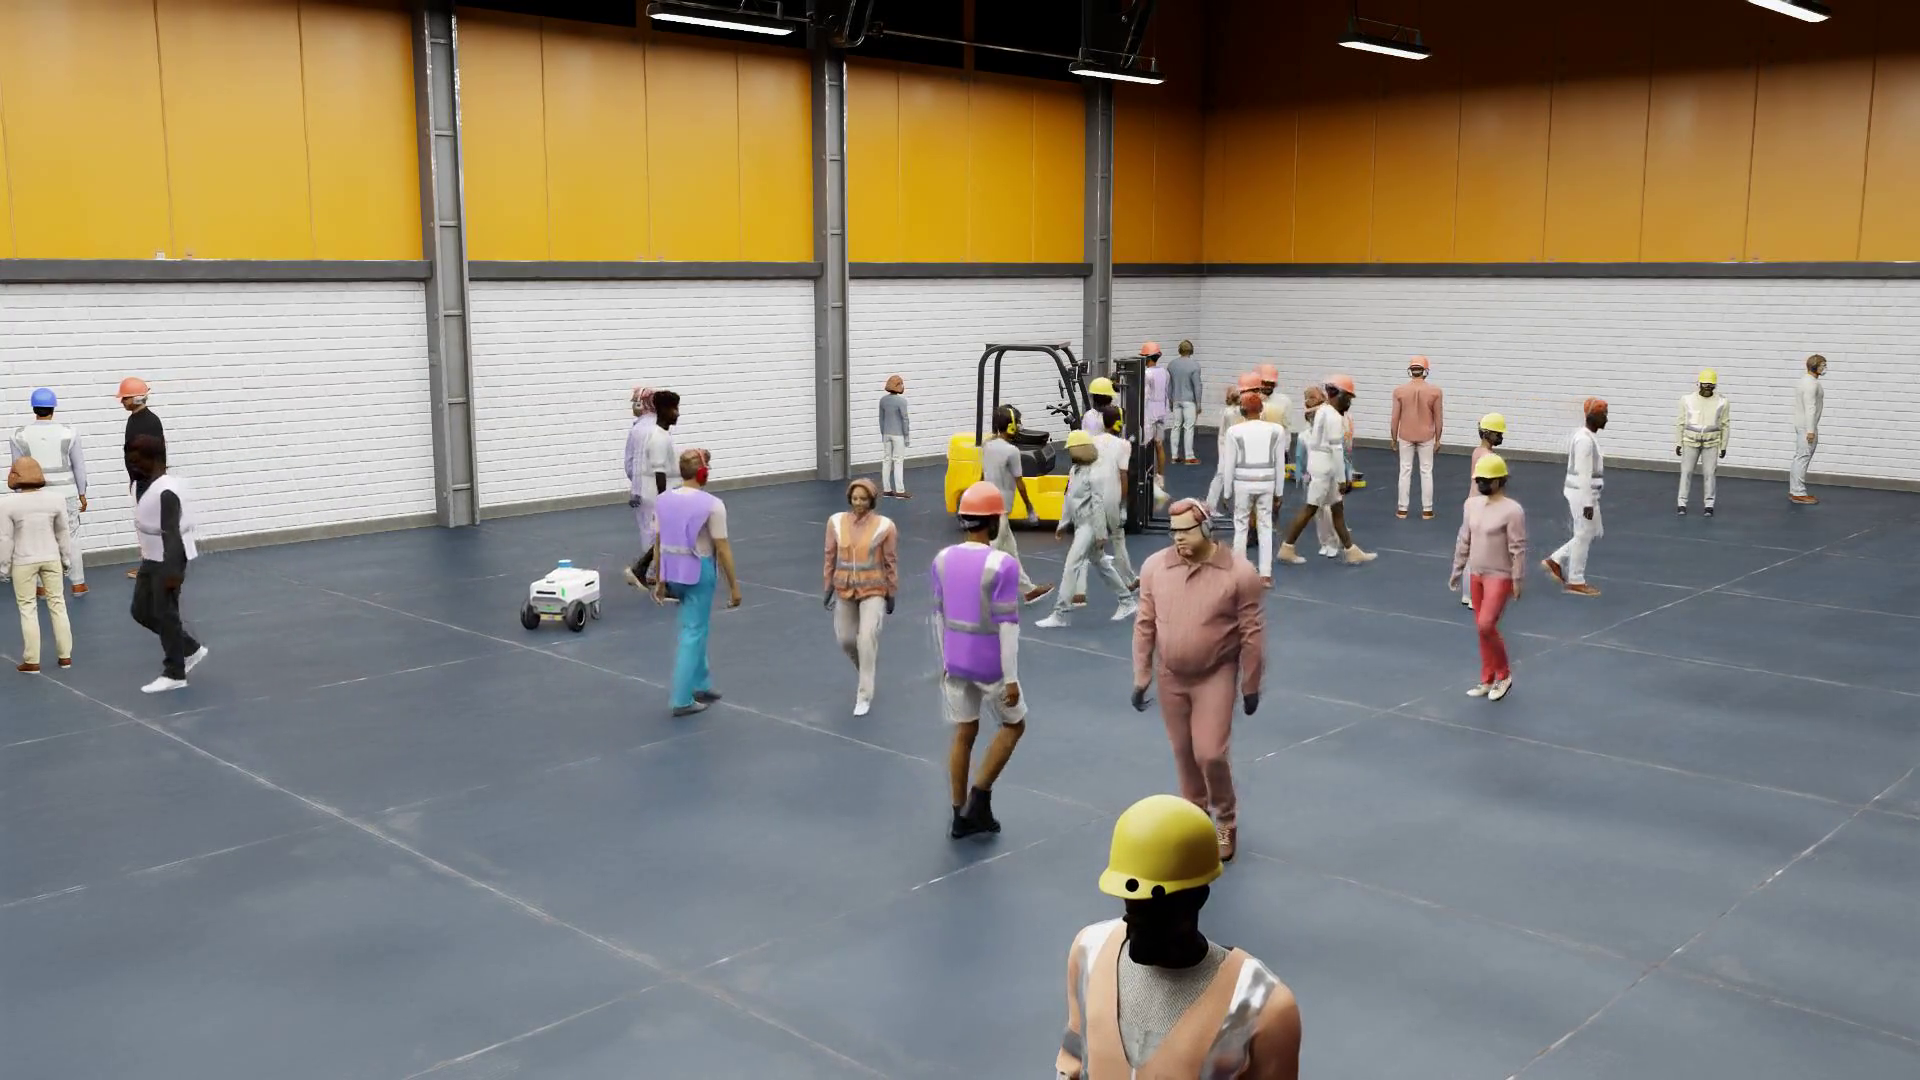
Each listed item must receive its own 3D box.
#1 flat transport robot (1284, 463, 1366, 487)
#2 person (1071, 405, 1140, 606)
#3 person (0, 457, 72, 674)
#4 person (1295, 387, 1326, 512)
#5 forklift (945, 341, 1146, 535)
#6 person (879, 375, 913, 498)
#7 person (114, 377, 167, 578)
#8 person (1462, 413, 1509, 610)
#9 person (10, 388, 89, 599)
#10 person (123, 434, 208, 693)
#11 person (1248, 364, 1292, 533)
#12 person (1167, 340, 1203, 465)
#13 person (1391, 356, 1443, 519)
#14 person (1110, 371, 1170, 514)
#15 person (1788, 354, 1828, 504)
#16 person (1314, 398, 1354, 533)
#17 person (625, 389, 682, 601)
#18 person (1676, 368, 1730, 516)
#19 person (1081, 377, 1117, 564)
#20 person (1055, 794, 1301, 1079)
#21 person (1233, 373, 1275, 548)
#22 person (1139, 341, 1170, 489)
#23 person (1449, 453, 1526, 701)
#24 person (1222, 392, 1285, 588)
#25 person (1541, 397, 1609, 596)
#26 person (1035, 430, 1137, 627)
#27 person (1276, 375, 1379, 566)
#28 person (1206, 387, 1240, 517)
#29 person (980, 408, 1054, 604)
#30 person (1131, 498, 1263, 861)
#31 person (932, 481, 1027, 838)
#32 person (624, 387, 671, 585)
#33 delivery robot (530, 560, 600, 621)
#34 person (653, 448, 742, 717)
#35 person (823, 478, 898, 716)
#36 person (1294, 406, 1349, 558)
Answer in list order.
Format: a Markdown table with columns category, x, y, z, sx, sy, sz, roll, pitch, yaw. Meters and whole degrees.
| category | x | y | z | sx | sy | sz | roll | pitch | yaw |
| --- | --- | --- | --- | --- | --- | --- | --- | --- | --- |
| flat transport robot | 5.116 | -0.923 | 23.497 | 0.652 | 0.197 | 1.431 | -2 | 9 | -12 |
| person | 1.297 | -0.328 | 15.196 | 0.604 | 1.798 | 0.999 | 4 | 10 | 24 |
| person | -6.963 | 0.187 | 12.526 | 0.269 | 1.631 | 0.509 | 8 | 12 | 41 |
| person | 4.386 | -1.074 | 20.383 | 0.519 | 1.597 | 0.570 | -9 | 13 | -42 |
| forklift | 0.977 | -1.223 | 19.452 | 2.313 | 2.155 | 1.214 | 2 | 9 | 11 |
| person | -0.861 | -1.368 | 22.053 | 0.497 | 1.634 | 0.279 | 8 | 12 | 41 |
| person | -7.944 | -0.591 | 16.193 | 0.619 | 1.990 | 0.395 | 8 | 12 | 42 |
| person | 4.682 | -0.250 | 14.821 | 0.327 | 1.761 | 0.522 | 1 | 9 | 7 |
| person | -8.367 | -0.425 | 15.315 | 0.606 | 1.948 | 0.391 | -4 | 10 | -24 |
| person | -5.713 | 0.164 | 11.890 | 0.463 | 1.882 | 0.681 | -9 | 13 | -44 |
| person | 3.562 | -1.103 | 19.512 | 0.622 | 1.943 | 1.030 | 1 | 9 | 5 |
| person | 3.489 | -2.128 | 25.778 | 0.635 | 1.939 | 0.359 | 9 | 13 | 43 |
| person | 5.552 | -1.244 | 20.223 | 0.609 | 1.984 | 0.399 | 3 | 10 | 17 |
| person | 2.174 | -1.182 | 20.393 | 0.676 | 1.808 | 0.660 | 0 | 9 | 3 |
| person | 11.008 | -1.444 | 21.591 | 0.352 | 1.937 | 0.635 | 4 | 10 | 21 |
| person | 4.305 | -0.925 | 19.177 | 0.518 | 1.679 | 0.539 | 8 | 12 | 41 |
| person | -2.746 | -0.399 | 15.144 | 0.497 | 1.946 | 0.619 | -1 | 9 | -9 |
| person | 9.122 | -1.196 | 20.441 | 0.598 | 1.824 | 0.403 | 4 | 10 | 24 |
| person | 1.424 | -0.709 | 17.117 | 0.362 | 1.928 | 0.587 | 2 | 9 | 9 |
| person | 0.443 | 1.487 | 3.650 | 0.585 | 1.929 | 0.370 | 7 | 12 | 38 |
| person | 3.113 | -0.850 | 18.007 | 0.549 | 1.914 | 0.583 | -7 | 11 | -35 |
| person | 2.609 | -1.694 | 22.799 | 0.386 | 2.045 | 0.605 | 8 | 12 | 40 |
| person | 3.717 | 0.262 | 11.701 | 0.404 | 1.753 | 0.536 | -4 | 10 | -24 |
| person | 2.795 | -0.463 | 15.856 | 0.594 | 1.882 | 0.448 | 0 | 9 | -1 |
| person | 5.758 | -0.404 | 15.454 | 0.492 | 1.870 | 0.582 | 5 | 10 | 28 |
| person | 1.119 | -0.108 | 14.182 | 0.948 | 1.685 | 0.477 | -3 | 10 | -16 |
| person | 3.735 | -0.697 | 16.938 | 1.050 | 1.965 | 0.621 | 1 | 9 | 5 |
| person | 3.384 | -1.061 | 20.292 | 0.856 | 1.594 | 0.542 | 1 | 9 | 8 |
| person | 0.424 | -0.259 | 14.701 | 1.016 | 1.811 | 0.488 | -4 | 10 | -25 |
| person | 1.212 | 0.717 | 8.549 | 0.655 | 1.878 | 0.517 | 5 | 11 | 28 |
| person | 0.117 | 0.646 | 8.829 | 0.580 | 1.919 | 0.418 | 8 | 12 | 39 |
| person | -3.026 | -0.520 | 16.018 | 0.406 | 1.910 | 0.639 | 2 | 9 | 12 |
| delivery robot | -3.355 | 0.413 | 14.146 | 0.477 | 0.478 | 0.707 | 2 | 10 | 13 |
| person | -1.750 | 0.276 | 11.389 | 0.580 | 1.816 | 0.717 | 7 | 11 | 35 |
| person | -0.669 | 0.356 | 11.516 | 0.516 | 1.616 | 0.631 | 3 | 10 | 16 |
| person | 3.814 | -0.619 | 17.530 | 0.538 | 1.599 | 0.514 | 4 | 10 | 24 |
